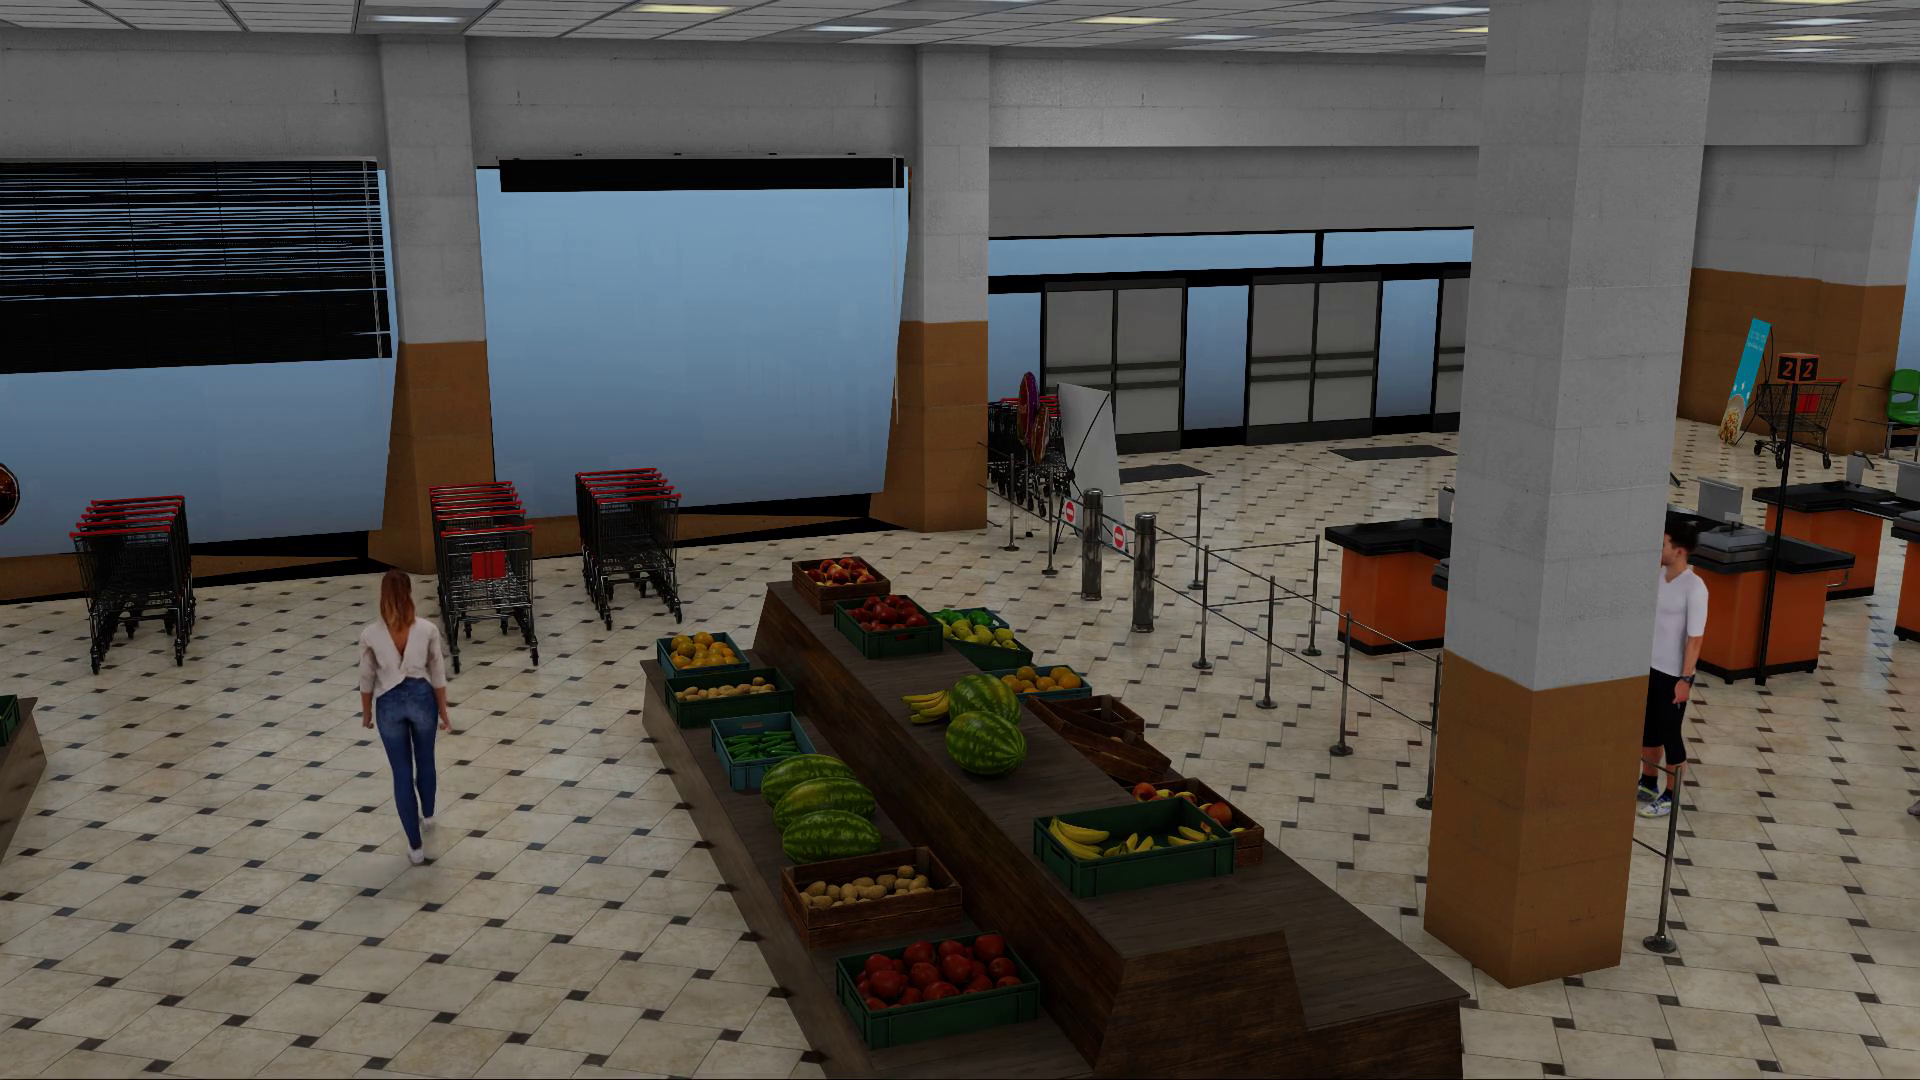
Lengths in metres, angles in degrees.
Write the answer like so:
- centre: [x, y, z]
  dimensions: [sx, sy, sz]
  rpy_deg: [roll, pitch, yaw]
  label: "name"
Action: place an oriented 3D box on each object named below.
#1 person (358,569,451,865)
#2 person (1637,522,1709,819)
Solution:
- centre: [-3.165, 1.031, 9.539]
  dimensions: [0.651, 1.699, 0.923]
  rpy_deg: [-6, 15, -23]
  label: "person"
- centre: [4.357, 0.783, 10.243]
  dimensions: [0.761, 1.850, 0.555]
  rpy_deg: [-3, 14, -10]
  label: "person"
